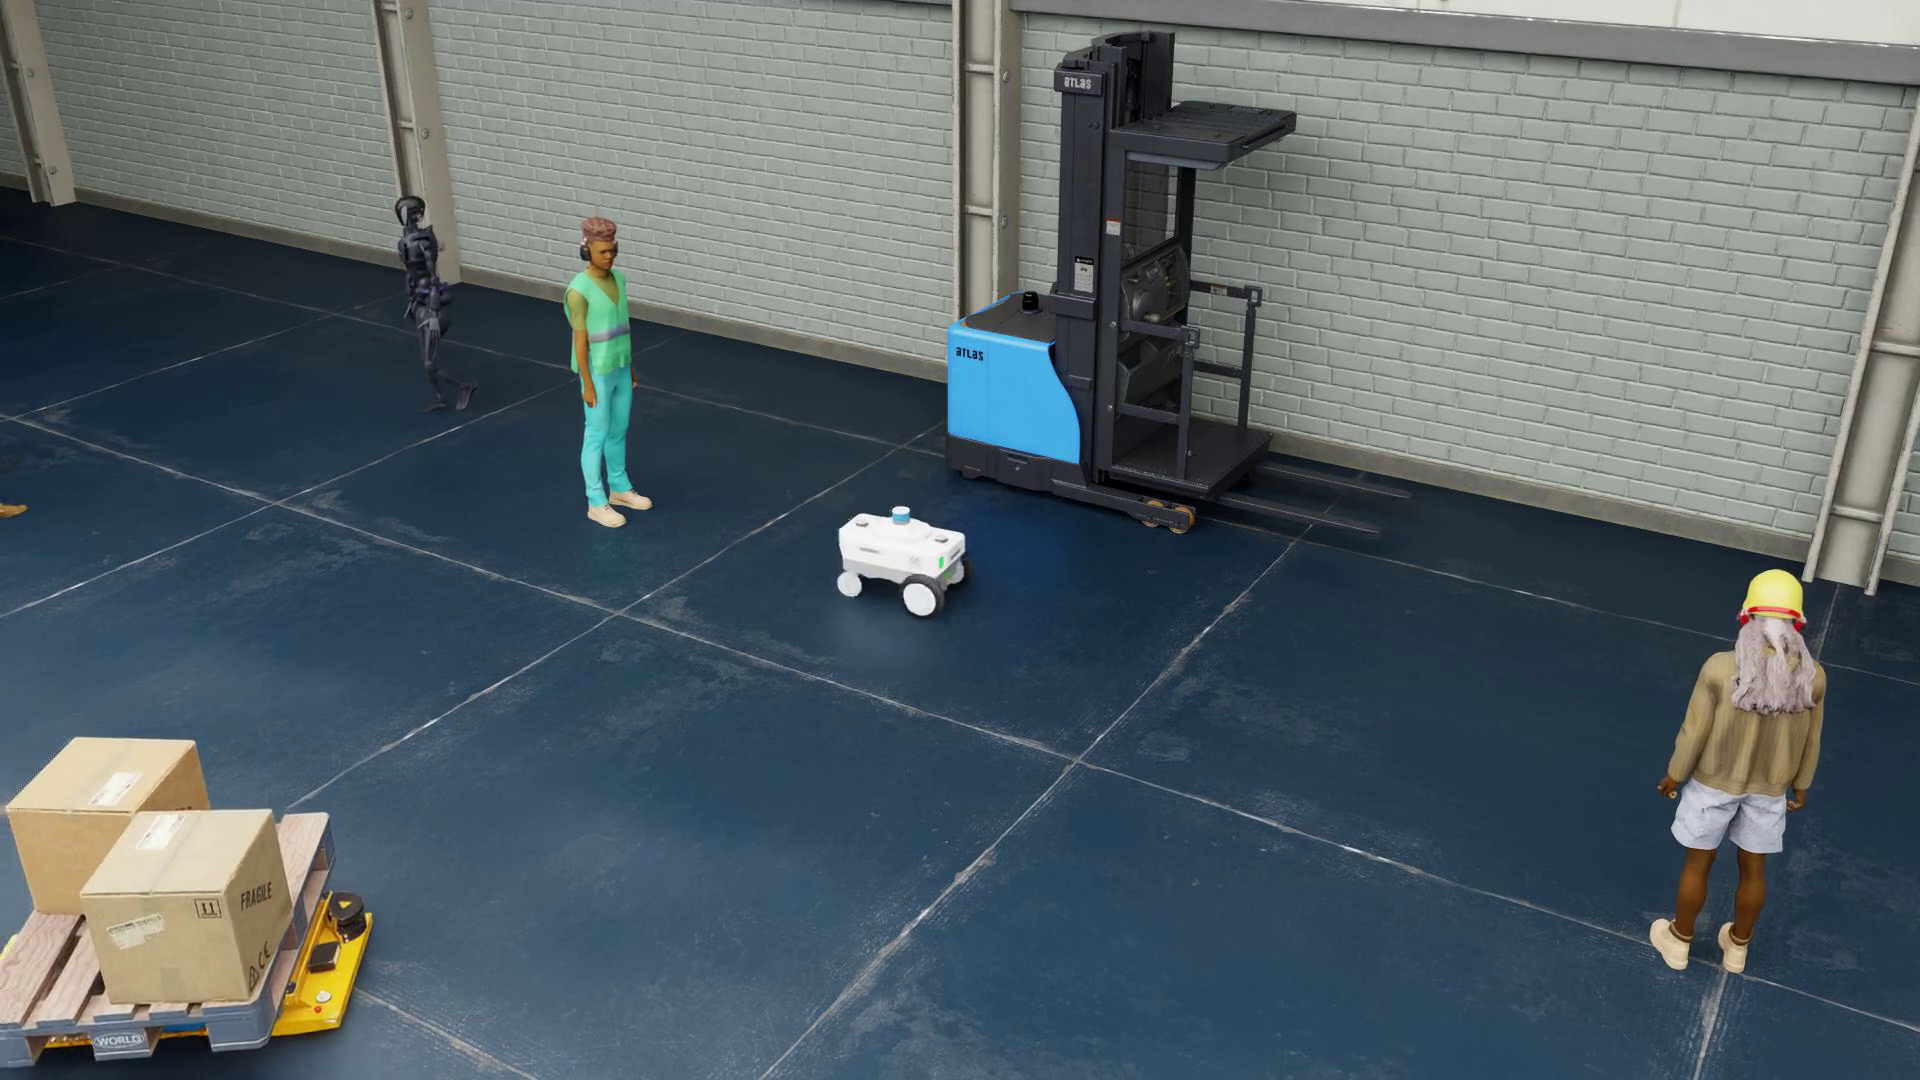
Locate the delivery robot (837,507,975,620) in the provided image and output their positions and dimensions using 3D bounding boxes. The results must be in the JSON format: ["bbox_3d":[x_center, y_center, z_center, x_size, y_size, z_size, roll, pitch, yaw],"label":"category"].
[{"bbox_3d":[-0.324,0.104,9.717,0.807,0.606,0.499,11,28,22],"label":"delivery robot"}]

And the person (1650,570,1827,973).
[{"bbox_3d":[3.056,0.944,6.519,0.544,1.756,0.412,4,26,8],"label":"person"}]

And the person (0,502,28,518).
[{"bbox_3d":[-6.430,-0.937,10.378,0.645,1.861,0.594,-16,29,-30],"label":"person"}]

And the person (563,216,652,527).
[{"bbox_3d":[-2.252,-1.072,10.530,0.391,1.977,0.485,12,28,24],"label":"person"}]

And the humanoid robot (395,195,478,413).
[{"bbox_3d":[-3.895,-1.747,12.306,0.431,1.639,0.609,-17,30,-32],"label":"humanoid robot"}]

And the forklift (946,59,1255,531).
[{"bbox_3d":[0.933,-1.707,10.833,1.873,2.768,1.129,15,29,28],"label":"forklift"}]

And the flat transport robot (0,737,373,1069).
[{"bbox_3d":[-3.145,1.721,6.618,1.431,0.231,0.659,-3,25,-6],"label":"flat transport robot"}]
